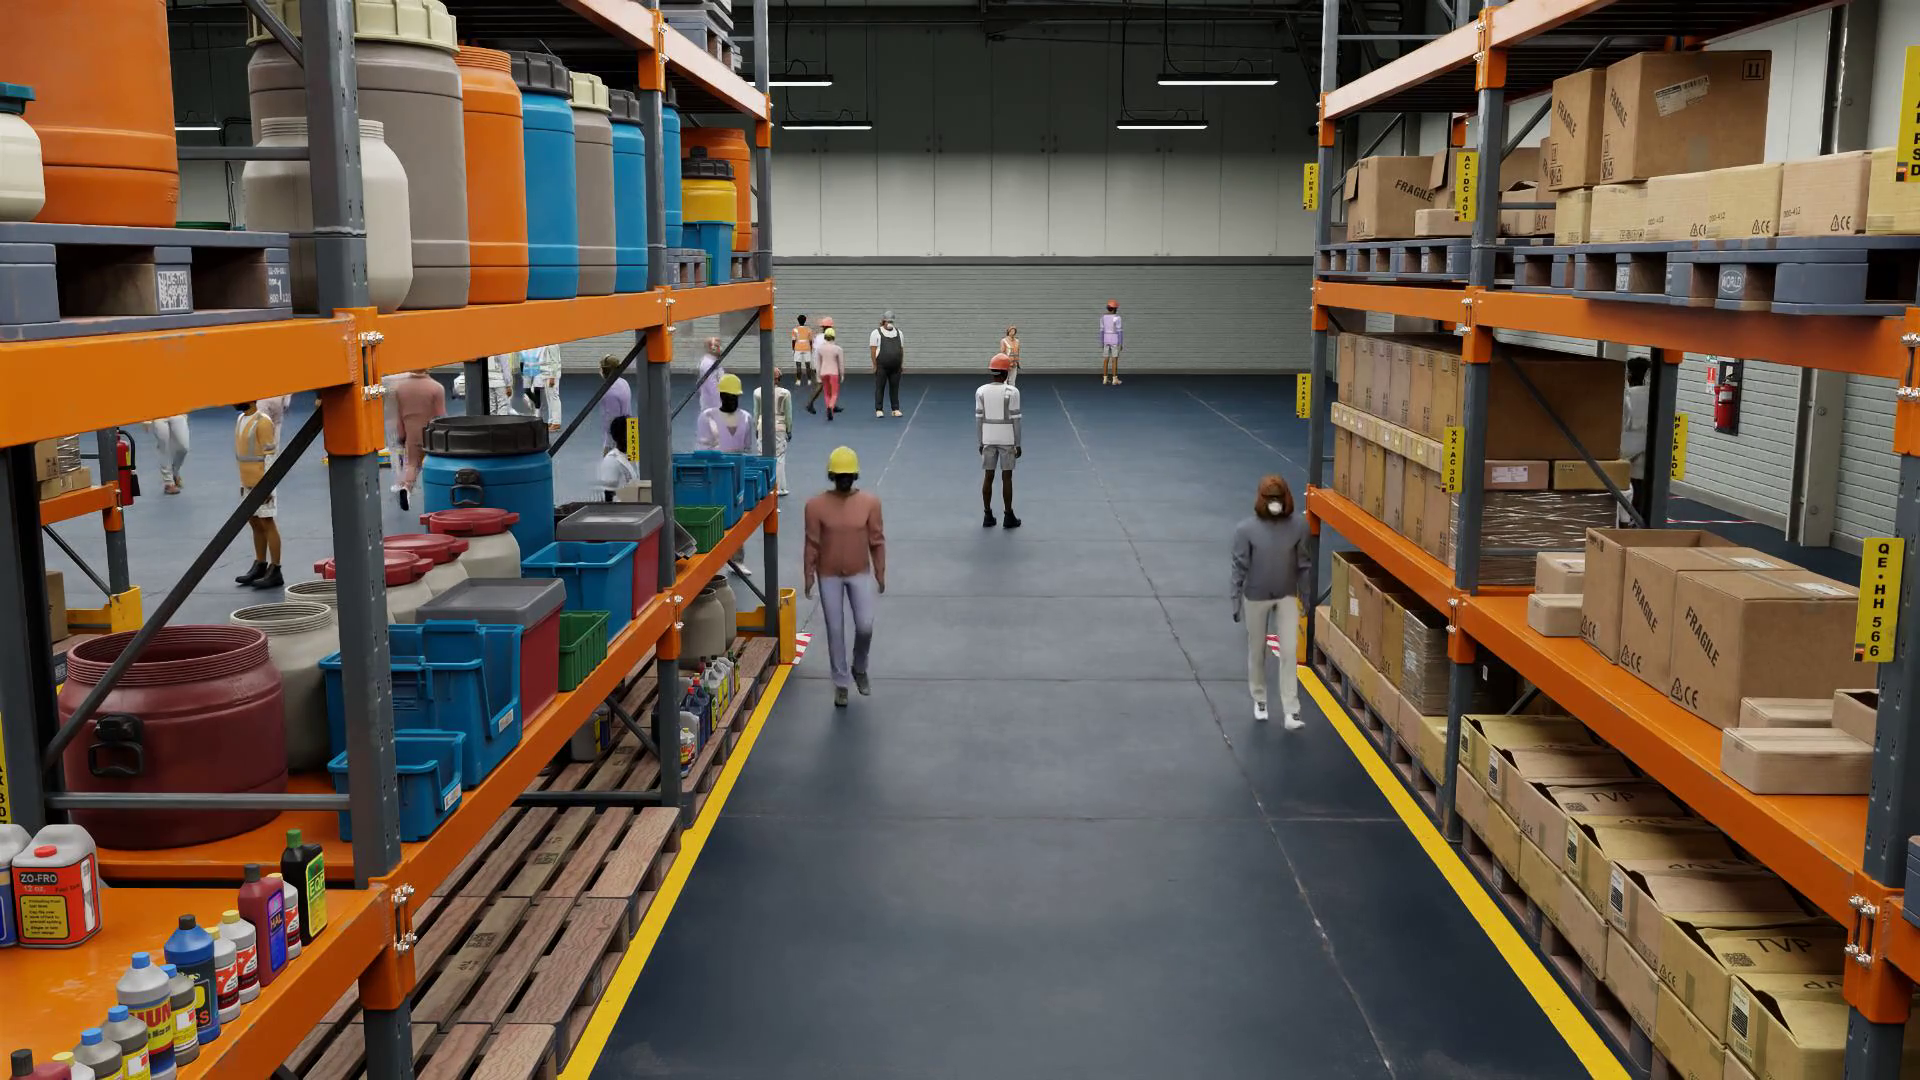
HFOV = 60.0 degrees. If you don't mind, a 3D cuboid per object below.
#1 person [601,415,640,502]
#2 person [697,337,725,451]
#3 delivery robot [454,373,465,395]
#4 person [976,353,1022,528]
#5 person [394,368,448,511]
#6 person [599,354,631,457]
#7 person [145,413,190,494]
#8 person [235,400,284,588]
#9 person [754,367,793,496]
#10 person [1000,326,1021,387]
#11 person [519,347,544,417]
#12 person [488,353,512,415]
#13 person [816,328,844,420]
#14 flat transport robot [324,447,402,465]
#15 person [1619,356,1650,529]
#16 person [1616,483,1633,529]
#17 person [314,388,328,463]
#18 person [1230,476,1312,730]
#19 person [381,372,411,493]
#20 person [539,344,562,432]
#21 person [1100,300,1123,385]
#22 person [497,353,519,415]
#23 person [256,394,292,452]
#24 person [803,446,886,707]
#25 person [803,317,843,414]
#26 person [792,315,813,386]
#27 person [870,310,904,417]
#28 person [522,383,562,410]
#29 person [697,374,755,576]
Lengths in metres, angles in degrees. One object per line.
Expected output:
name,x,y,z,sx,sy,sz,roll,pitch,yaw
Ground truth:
person,-2.734,-0.211,13.998,0.674,1.673,0.545,1,10,8
person,-3.432,-1.940,23.717,0.789,1.884,0.640,0,9,1
delivery robot,-10.885,-3.415,36.391,0.477,0.478,0.707,-3,10,-18
person,0.447,-1.118,18.648,0.545,1.938,0.361,4,10,24
person,-6.344,-1.251,19.595,0.654,1.882,0.687,2,10,11
person,-3.837,-1.101,18.557,0.371,1.936,0.629,1,10,4
person,-10.138,-1.549,21.265,0.442,1.920,0.639,9,13,44
person,-6.431,-0.533,15.157,0.547,1.934,0.376,9,13,42
person,-2.375,-1.377,21.128,0.508,1.628,0.320,2,10,9
person,1.046,-3.642,34.664,0.513,1.639,0.311,-8,13,-41
person,-8.135,-3.179,31.772,0.536,1.678,0.566,0,9,3
person,-7.501,-2.522,27.048,0.602,1.943,0.394,7,12,36
person,-2.440,-3.084,31.025,0.530,1.744,0.680,1,10,8
flat transport robot,-8.515,-1.225,24.398,1.431,0.197,0.652,-6,11,-31
person,7.203,-0.992,17.840,0.641,1.952,0.419,-2,10,-12
person,4.113,0.215,10.894,0.521,1.864,0.335,0,9,2
person,-9.275,-2.138,24.587,0.383,1.996,0.609,6,11,31
person,1.978,0.406,10.510,0.533,1.597,0.781,0,9,0
person,-7.293,-1.541,21.417,0.569,1.855,0.419,-8,12,-38
person,-7.190,-2.879,29.162,0.391,1.949,0.602,-4,10,-24
person,3.689,-4.794,40.357,0.607,2.044,0.379,7,12,37
person,-7.500,-2.507,27.381,0.740,1.813,0.670,2,10,13
person,-10.155,-2.062,24.477,0.673,1.880,0.603,-4,10,-22
person,-0.767,0.242,11.076,0.548,1.751,0.366,-1,10,-7
person,-2.706,-3.421,32.595,0.956,1.901,0.557,-8,12,-39
person,-3.790,-4.557,39.968,0.540,1.695,0.317,-3,10,-19
person,-1.357,-3.362,31.912,0.684,2.000,0.538,-4,10,-25
person,-8.402,-3.501,33.305,0.632,1.816,0.803,5,11,30
person,-2.233,-0.629,15.794,0.608,1.912,0.628,-6,11,-33
